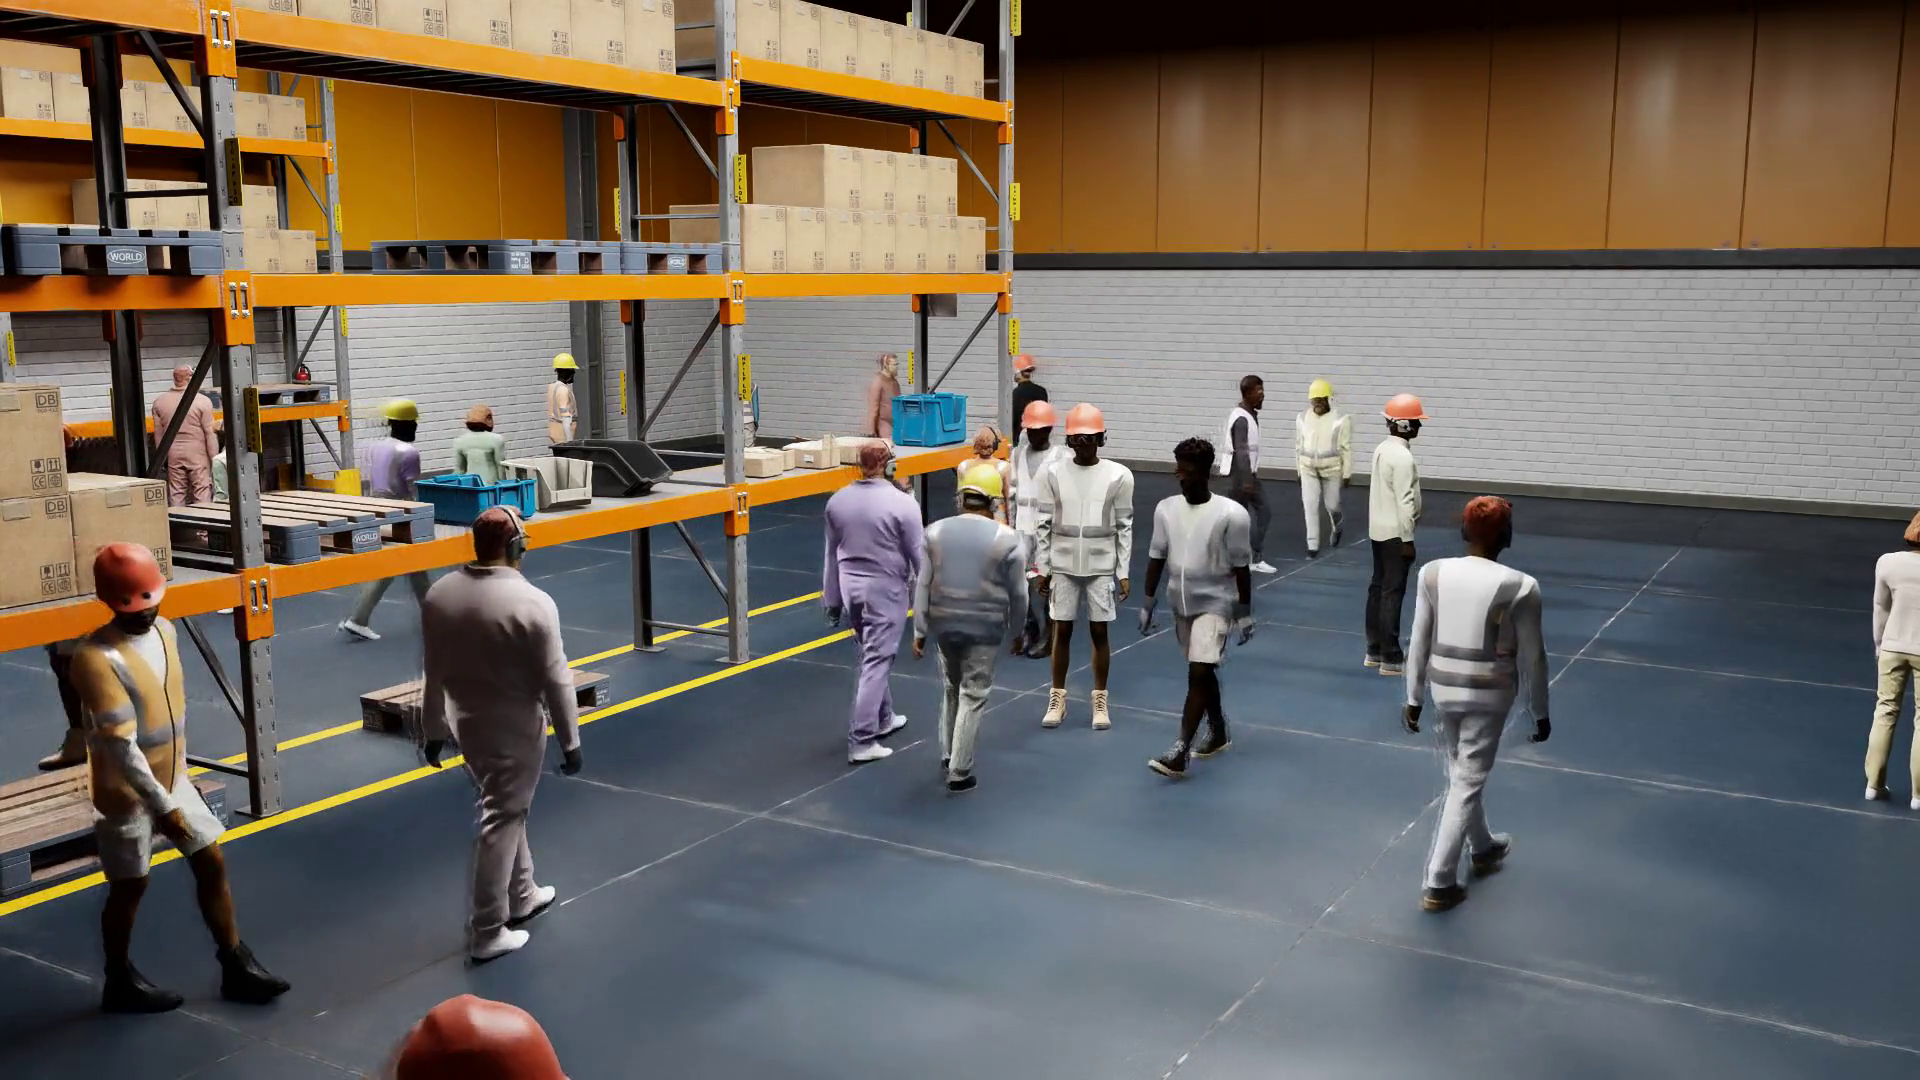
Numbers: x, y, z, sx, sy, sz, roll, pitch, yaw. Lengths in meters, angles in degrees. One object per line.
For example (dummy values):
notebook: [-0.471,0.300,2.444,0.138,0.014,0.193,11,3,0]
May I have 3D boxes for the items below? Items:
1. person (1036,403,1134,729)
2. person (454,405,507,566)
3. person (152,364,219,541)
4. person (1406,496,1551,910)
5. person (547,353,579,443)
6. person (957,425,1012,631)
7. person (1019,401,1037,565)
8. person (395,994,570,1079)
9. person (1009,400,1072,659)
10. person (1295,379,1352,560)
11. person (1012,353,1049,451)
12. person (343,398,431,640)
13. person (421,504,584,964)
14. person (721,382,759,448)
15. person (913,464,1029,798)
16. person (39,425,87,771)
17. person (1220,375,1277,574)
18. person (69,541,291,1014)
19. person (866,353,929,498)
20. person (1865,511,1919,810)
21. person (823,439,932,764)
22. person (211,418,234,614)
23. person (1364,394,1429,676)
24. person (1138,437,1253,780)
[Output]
person: [0.769,0.168,10.359,0.605,2.045,0.378,2,9,10]
person: [-4.418,-0.434,15.447,0.694,1.614,0.457,3,9,16]
person: [-7.977,-0.863,17.236,0.651,1.904,0.402,1,9,4]
person: [2.413,0.713,7.581,0.936,1.838,0.596,-9,13,-43]
person: [-4.555,-1.190,19.198,0.366,1.926,0.594,-4,10,-26]
person: [0.215,-0.085,13.196,0.512,1.642,0.311,4,10,25]
person: [0.659,-0.545,16.124,0.574,1.616,0.514,4,10,26]
person: [-0.552,1.551,2.296,0.574,1.863,1.031,3,10,18]
person: [0.568,-0.066,12.201,0.586,1.919,0.457,6,11,34]
person: [3.664,-0.725,16.723,0.587,1.802,0.779,4,10,25]
person: [0.619,-1.034,18.061,0.675,1.974,0.643,8,12,40]
person: [-4.433,-0.173,13.023,0.978,1.883,0.603,-9,13,-43]
person: [-1.852,0.780,7.033,0.679,1.878,0.817,5,10,27]
person: [-2.979,-1.584,22.553,0.515,1.640,0.315,-3,10,-18]
person: [0.088,0.480,9.171,0.606,1.796,0.714,4,10,24]
person: [-5.088,0.305,9.551,0.608,2.032,0.533,6,11,33]
person: [2.747,-0.594,15.586,0.690,1.893,0.621,3,10,20]
person: [-2.961,0.920,6.190,0.823,1.875,0.581,1,9,9]
person: [-0.891,-1.409,20.819,1.041,1.850,0.662,3,10,17]
person: [5.094,0.621,8.840,0.283,1.626,0.497,-7,11,-36]
person: [-0.415,0.340,9.845,0.669,1.873,0.887,7,11,37]
person: [-6.055,-0.196,13.899,0.311,1.639,0.518,1,9,8]
person: [3.099,-0.042,11.821,0.384,1.996,0.610,-1,9,-4]
person: [1.303,0.376,9.460,0.621,1.910,0.986,9,13,43]
